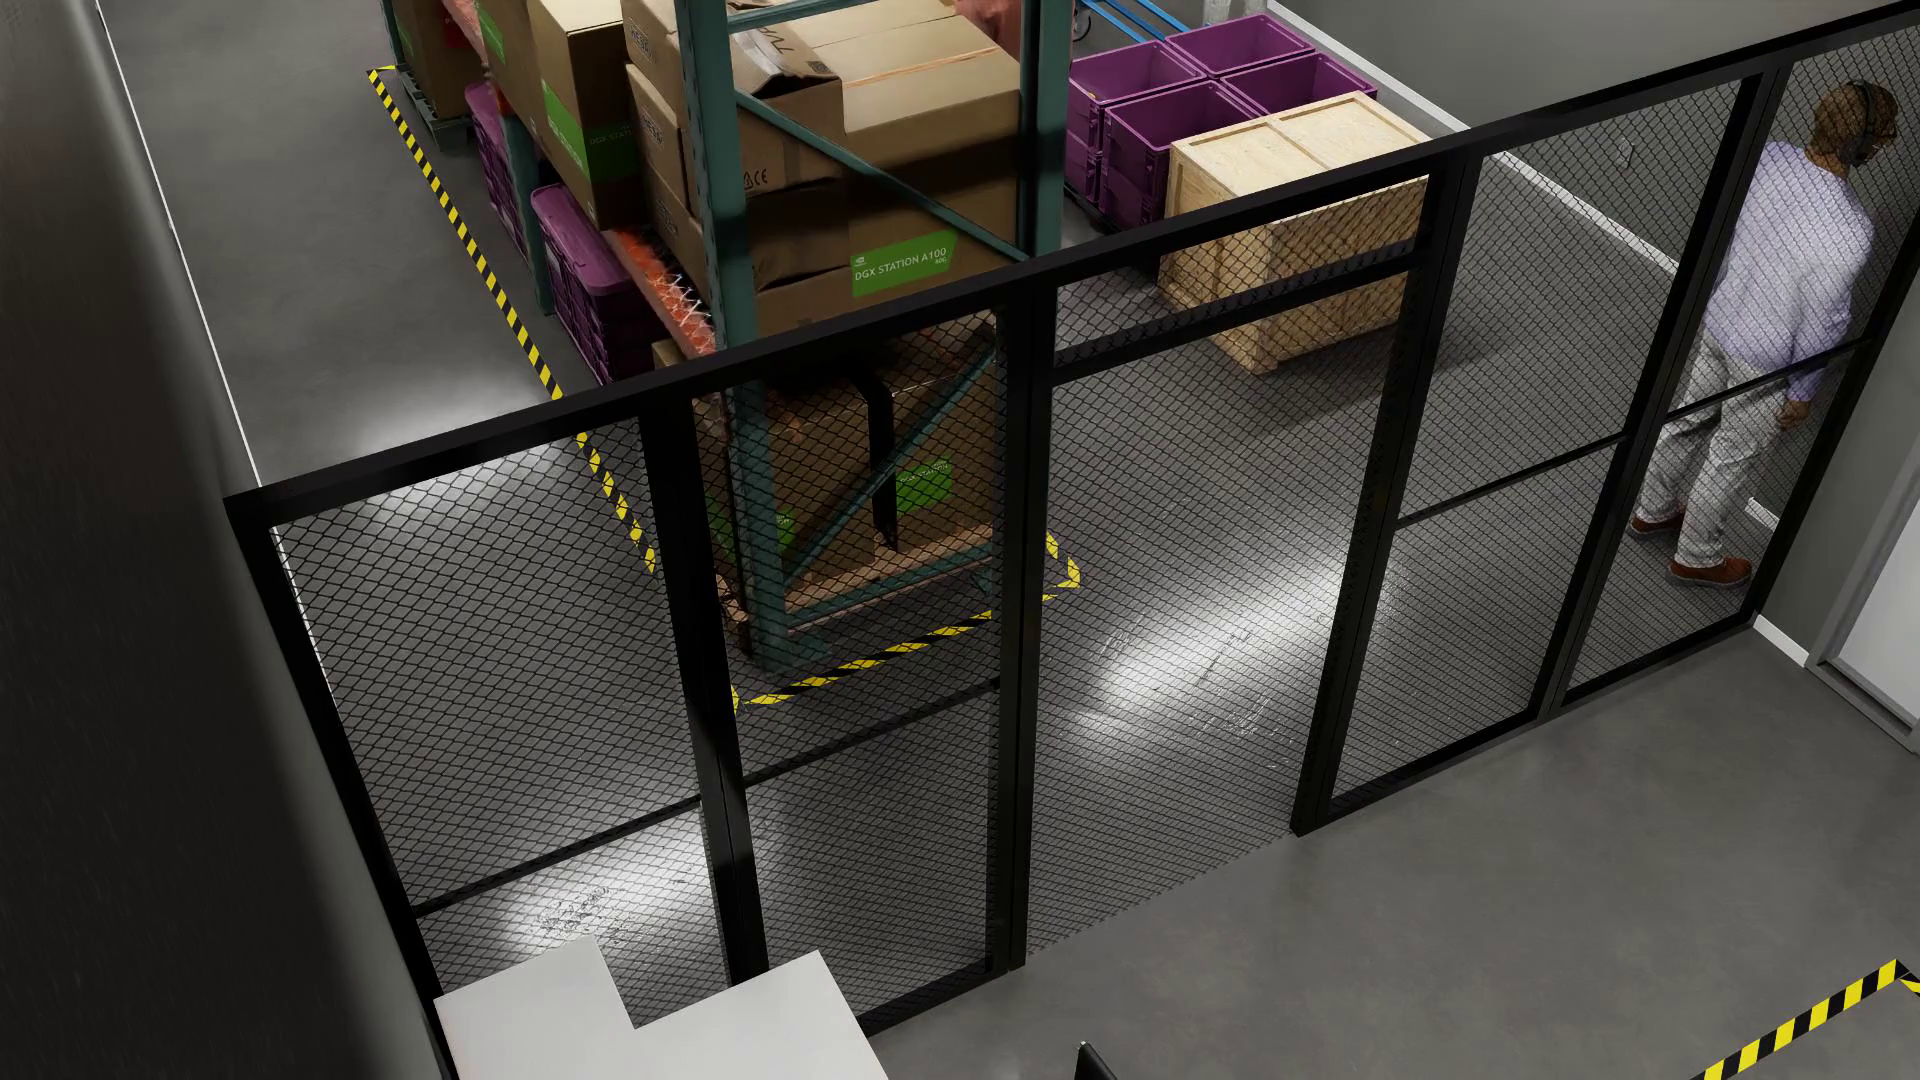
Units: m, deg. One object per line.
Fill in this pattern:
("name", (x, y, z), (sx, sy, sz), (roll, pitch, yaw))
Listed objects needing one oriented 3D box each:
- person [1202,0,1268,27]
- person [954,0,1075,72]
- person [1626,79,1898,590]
("person", (1.433, -3.272, 8.599), (0.588, 1.837, 0.403), (-17, 45, -18))
("person", (0.201, -1.809, 6.885), (0.612, 1.991, 0.401), (-30, 50, -29))
("person", (2.729, -0.666, 5.674), (0.368, 1.939, 0.632), (-8, 43, -9))
